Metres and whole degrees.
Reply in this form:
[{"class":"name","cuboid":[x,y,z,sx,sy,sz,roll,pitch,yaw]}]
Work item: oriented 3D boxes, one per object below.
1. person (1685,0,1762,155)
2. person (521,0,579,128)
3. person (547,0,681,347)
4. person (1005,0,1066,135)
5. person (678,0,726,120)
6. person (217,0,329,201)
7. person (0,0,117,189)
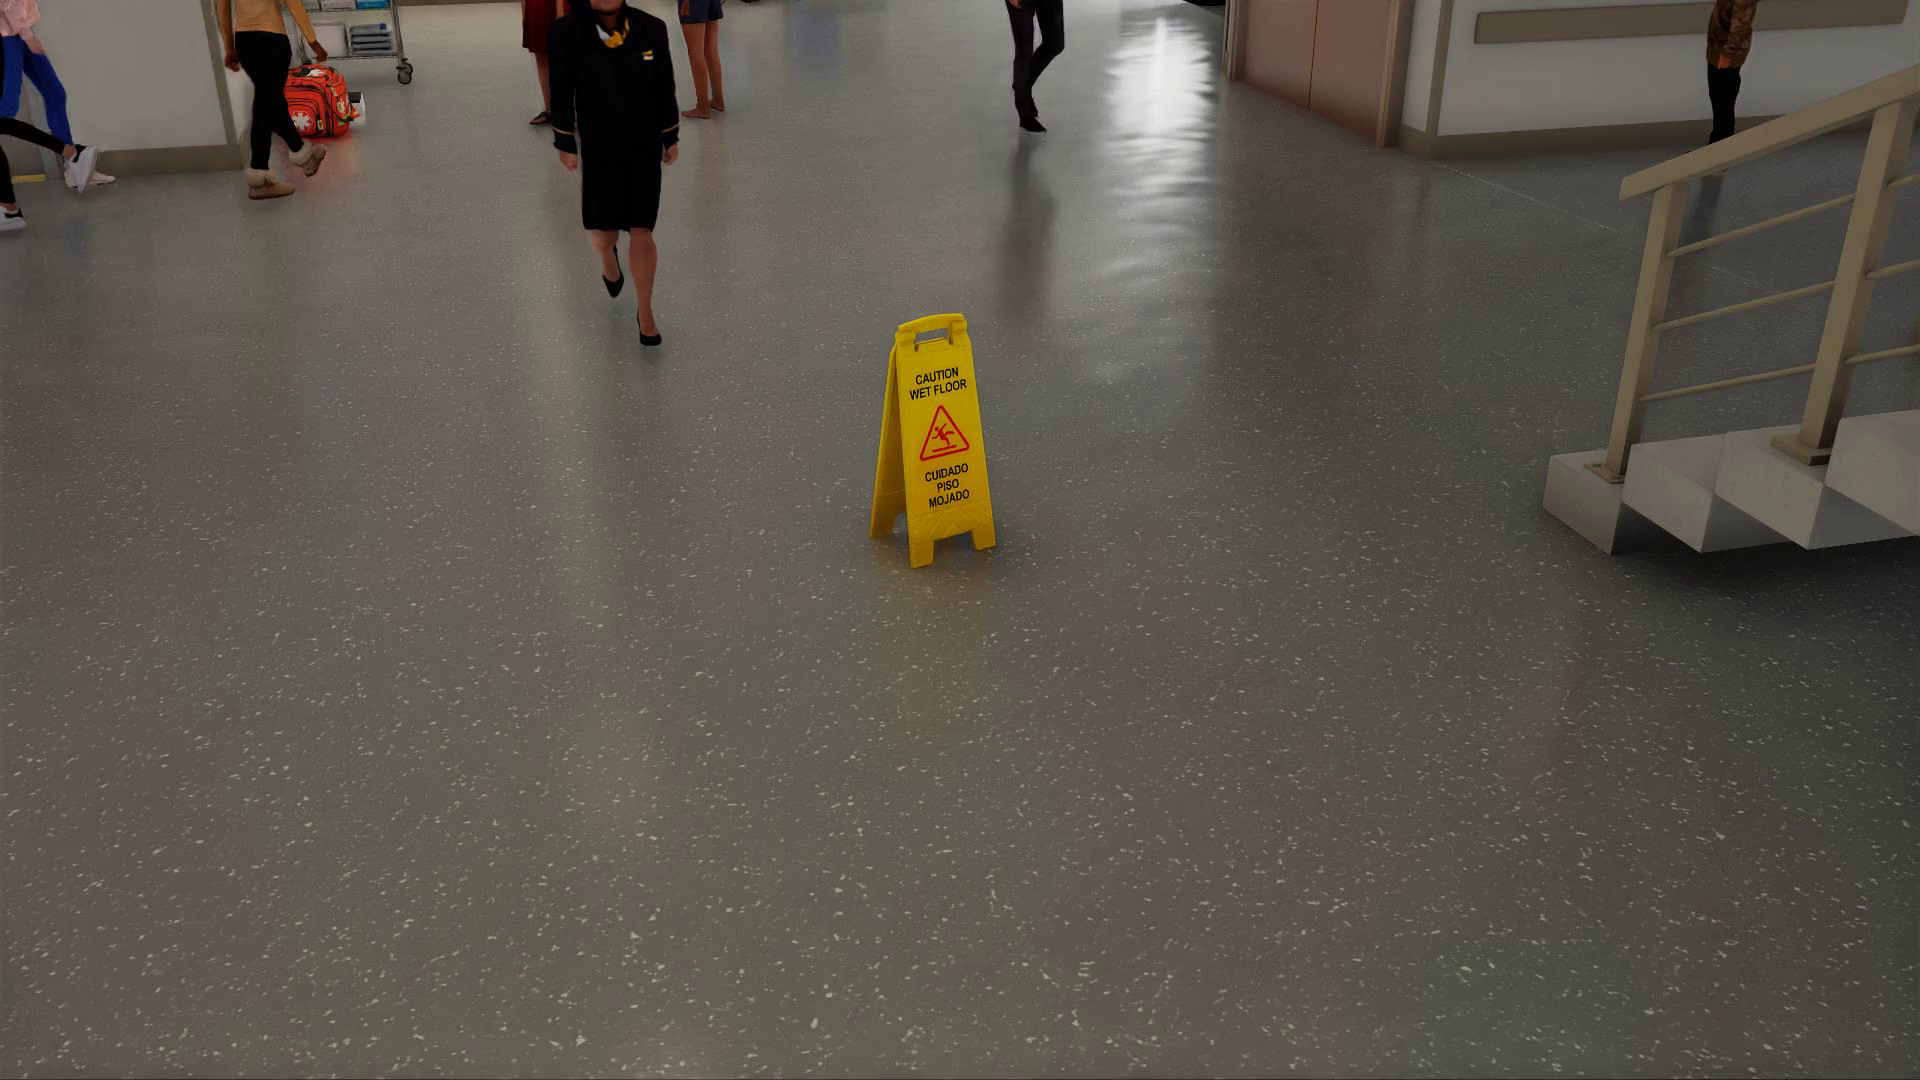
[{"class":"person","cuboid":[4.730,-3.031,10.200,0.740,1.454,0.664,10,27,19]},{"class":"person","cuboid":[-2.797,-3.592,11.254,0.689,1.550,0.749,14,29,27]},{"class":"person","cuboid":[-1.472,-1.691,7.185,0.703,1.658,0.858,-8,27,-16]},{"class":"person","cuboid":[0.427,-3.700,11.023,0.734,1.945,0.834,-14,29,-27]},{"class":"person","cuboid":[-1.814,-3.778,11.553,0.736,1.625,0.646,8,27,17]},{"class":"person","cuboid":[-4.001,-2.739,9.410,0.971,1.615,1.149,9,27,18]},{"class":"person","cuboid":[-5.463,-2.781,9.360,0.740,1.732,1.080,-9,27,-18]}]
